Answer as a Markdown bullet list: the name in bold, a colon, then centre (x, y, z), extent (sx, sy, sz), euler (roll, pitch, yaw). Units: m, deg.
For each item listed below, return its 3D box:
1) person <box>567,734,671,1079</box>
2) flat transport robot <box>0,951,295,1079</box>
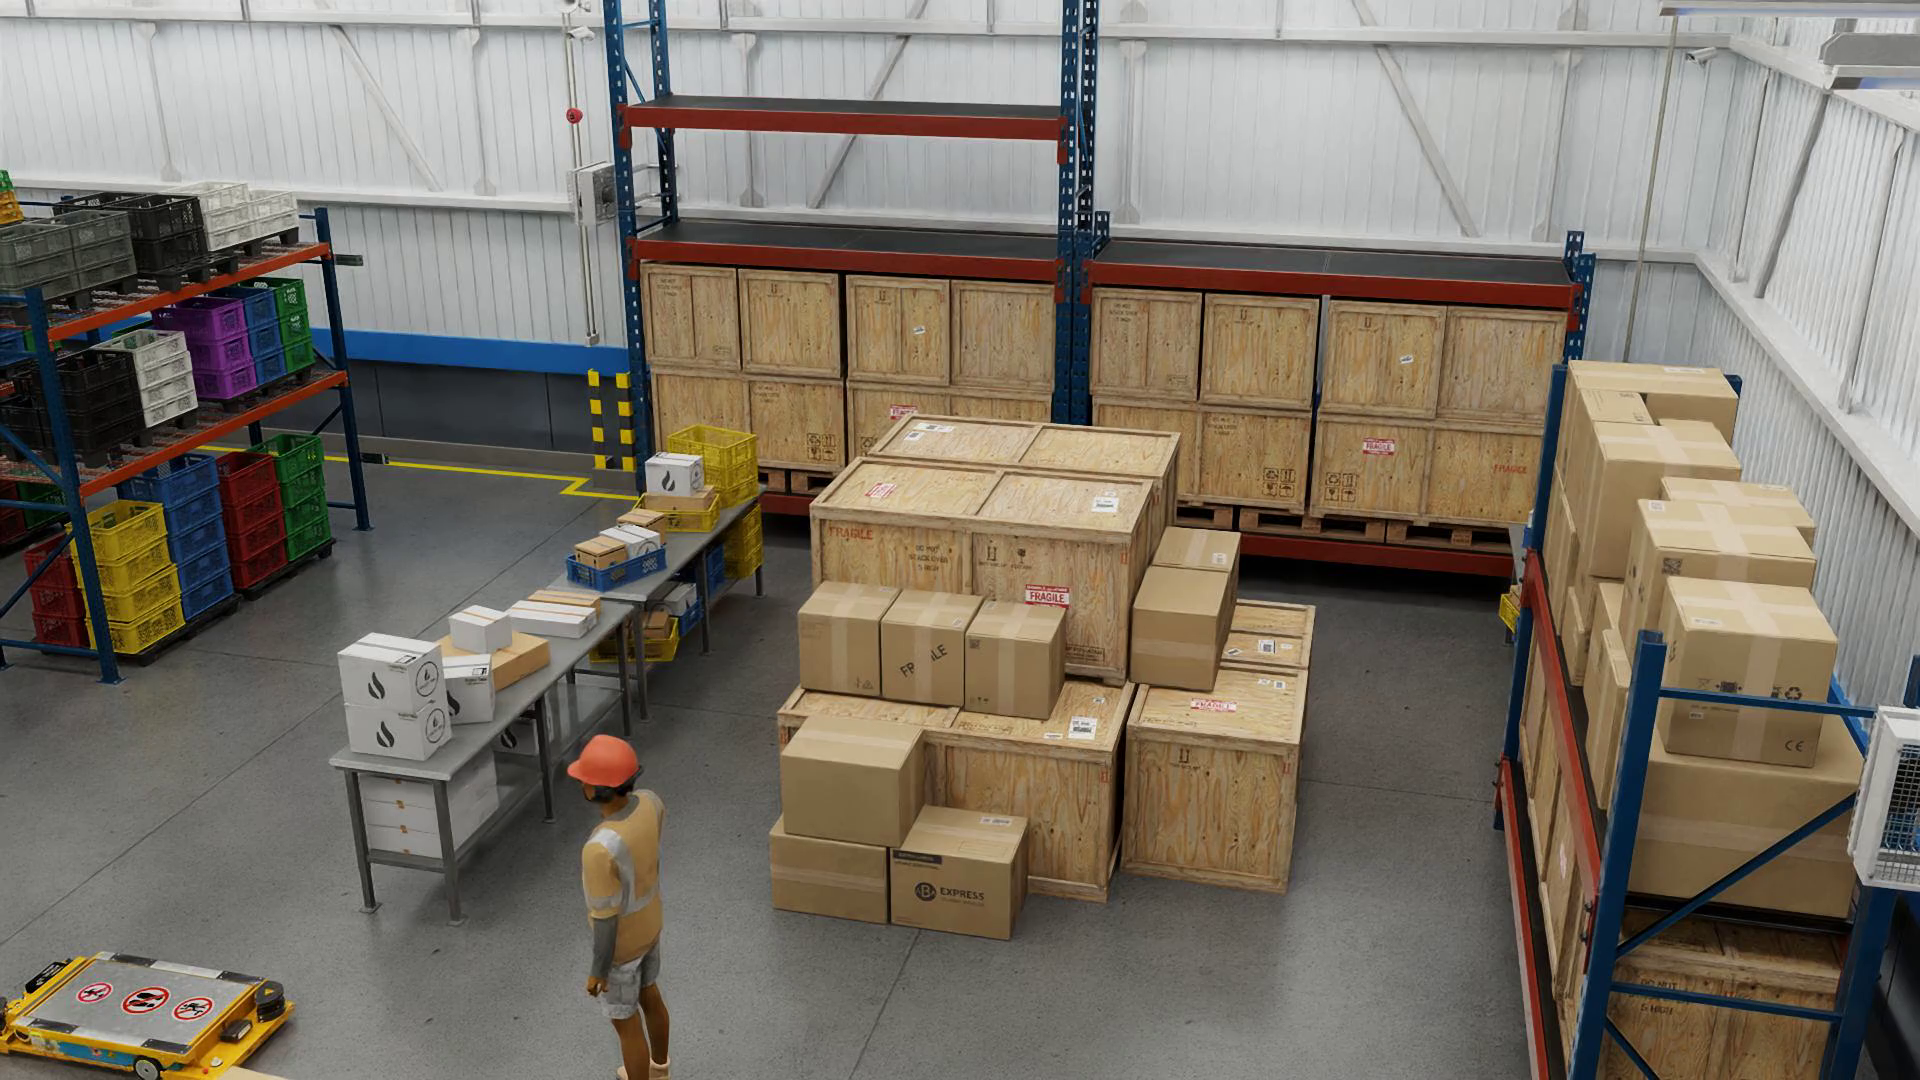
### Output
- **person**: centre (-1.581, 1.831, 7.769), extent (0.367, 2.048, 0.606), euler (5, 21, 13)
- **flat transport robot**: centre (-4.270, 2.464, 8.601), extent (1.431, 0.231, 0.659), euler (5, 22, 13)
